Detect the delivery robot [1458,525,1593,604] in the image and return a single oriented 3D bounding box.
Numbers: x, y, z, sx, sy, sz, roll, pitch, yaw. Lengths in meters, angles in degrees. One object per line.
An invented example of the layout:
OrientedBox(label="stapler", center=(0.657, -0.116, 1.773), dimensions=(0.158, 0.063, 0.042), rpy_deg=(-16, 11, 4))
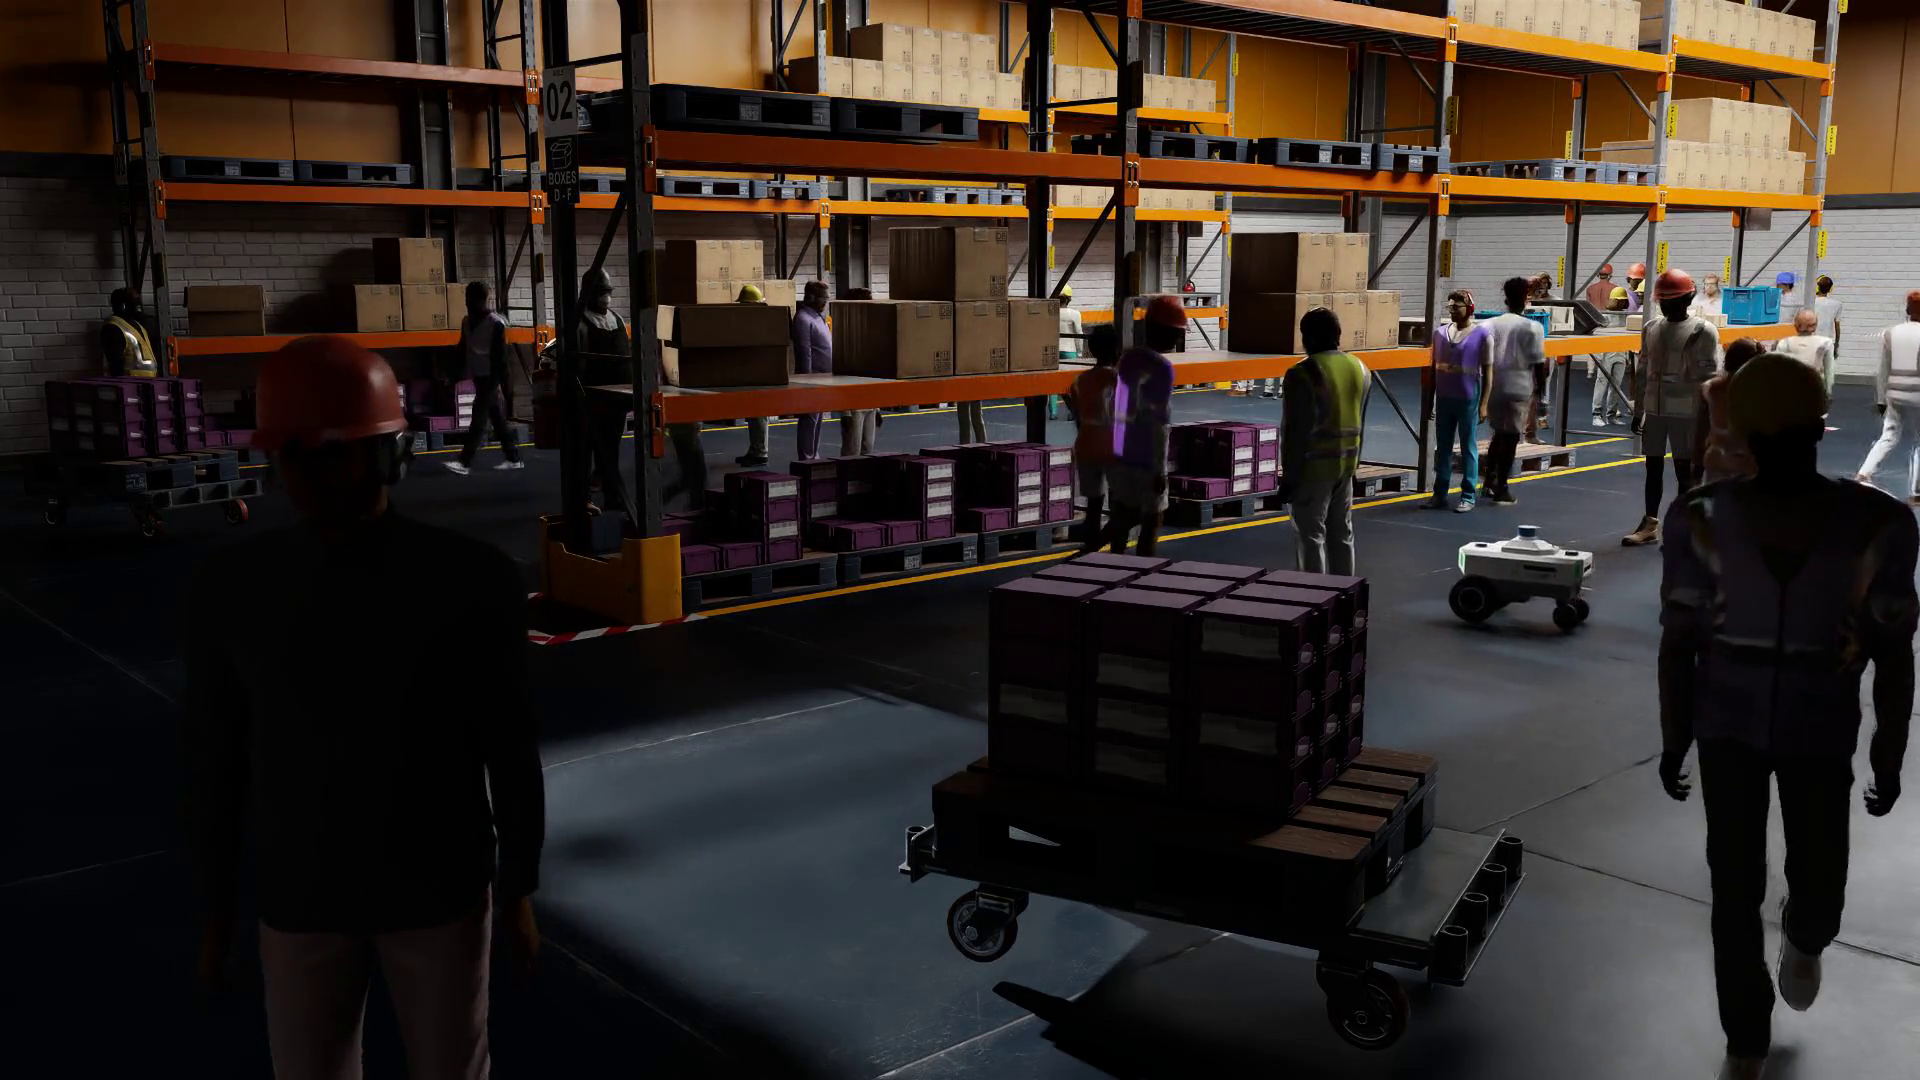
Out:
OrientedBox(label="delivery robot", center=(3.290, 0.158, 9.683), dimensions=(0.707, 0.478, 0.477), rpy_deg=(6, 11, 32))

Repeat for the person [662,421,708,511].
OrientedBox(label="person", center=(-2.041, -0.745, 12.133), dimensions=(0.548, 1.612, 0.512), rpy_deg=(-4, 11, -24))

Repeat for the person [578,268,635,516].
OrientedBox(label="person", center=(-2.948, -1.230, 13.738), dimensions=(0.535, 2.000, 0.674), rpy_deg=(7, 12, 35))

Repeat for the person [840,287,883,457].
OrientedBox(label="person", center=(-0.782, -1.026, 13.002), dimensions=(0.347, 1.884, 0.584), rpy_deg=(4, 11, 23))

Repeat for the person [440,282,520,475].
OrientedBox(label="person", center=(-4.740, -1.576, 16.280), dimensions=(0.607, 1.867, 0.999), rpy_deg=(9, 13, 43))

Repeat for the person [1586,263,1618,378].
OrientedBox(label="person", center=(11.196, -3.809, 28.969), dimensions=(0.611, 1.997, 0.375), rpy_deg=(9, 13, 42))

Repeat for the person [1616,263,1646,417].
OrientedBox(label="person", center=(8.871, -2.623, 21.923), dimensions=(0.615, 2.030, 0.398), rpy_deg=(-1, 10, -5))

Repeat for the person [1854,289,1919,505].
OrientedBox(label="person", center=(7.982, -1.190, 14.078), dimensions=(0.865, 1.858, 0.584), rpy_deg=(-5, 11, -26))

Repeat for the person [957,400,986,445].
OrientedBox(label="person", center=(0.075, -1.522, 15.953), dimensions=(0.329, 1.872, 0.508), rpy_deg=(-8, 12, -38))

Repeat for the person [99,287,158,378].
OrientedBox(label="person", center=(-7.536, -1.372, 15.154), dimensions=(0.429, 1.844, 0.625), rpy_deg=(-1, 10, -8))

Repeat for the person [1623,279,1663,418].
OrientedBox(label="person", center=(8.947, -2.491, 21.736), dimensions=(0.403, 1.830, 0.601), rpy_deg=(0, 10, 1))

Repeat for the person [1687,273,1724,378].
OrientedBox(label="person", center=(10.458, -2.776, 23.236), dimensions=(0.664, 1.887, 0.500), rpy_deg=(5, 11, 26))

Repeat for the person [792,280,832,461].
OrientedBox(label="person", center=(-1.358, -1.481, 15.622), dimensions=(0.408, 1.903, 0.638), rpy_deg=(1, 10, 7))

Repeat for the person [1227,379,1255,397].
OrientedBox(label="person", center=(4.299, -3.135, 25.213), dimensions=(0.361, 1.937, 0.640), rpy_deg=(7, 12, 36))

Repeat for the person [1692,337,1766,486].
OrientedBox(label="person", center=(4.842, -0.449, 10.381), dimensions=(0.354, 1.629, 0.529), rpy_deg=(-6, 12, -33))

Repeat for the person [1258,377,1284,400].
OrientedBox(label="person", center=(4.675, -2.991, 24.704), dimensions=(0.404, 1.824, 0.586), rpy_deg=(-9, 13, -43))

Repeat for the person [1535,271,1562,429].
OrientedBox(label="person", center=(7.112, -2.328, 20.465), dimensions=(0.629, 1.940, 0.379), rpy_deg=(3, 10, 17))

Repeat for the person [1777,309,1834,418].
OrientedBox(label="person", center=(8.072, -1.401, 15.956), dimensions=(0.528, 1.620, 0.463), rpy_deg=(7, 12, 34))

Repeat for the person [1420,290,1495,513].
OrientedBox(label="person", center=(4.152, -1.152, 13.852), dimensions=(0.379, 1.844, 0.570), rpy_deg=(-9, 13, -41))

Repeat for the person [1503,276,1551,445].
OrientedBox(label="person", center=(6.427, -2.023, 18.814), dimensions=(0.396, 1.899, 0.636), rpy_deg=(-6, 12, -33))

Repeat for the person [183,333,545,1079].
OrientedBox(label="person", center=(-1.065, 0.629, 2.992), dimensions=(0.622, 1.992, 0.394), rpy_deg=(-1, 10, -4))

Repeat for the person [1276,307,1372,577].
OrientedBox(label="person", center=(2.005, -0.375, 9.326), dimensions=(0.629, 1.840, 0.429), rpy_deg=(-7, 12, -36))

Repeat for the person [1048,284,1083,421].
OrientedBox(label="person", center=(1.341, -2.421, 21.514), dimensions=(0.525, 1.771, 0.305), rpy_deg=(4, 11, 24))

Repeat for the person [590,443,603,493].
OrientedBox(label="person", center=(-3.314, -1.271, 15.002), dimensions=(0.321, 1.692, 0.529), rpy_deg=(-4, 10, -21))

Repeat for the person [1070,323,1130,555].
OrientedBox(label="person", center=(0.935, -0.547, 10.752), dimensions=(0.357, 1.690, 0.571), rpy_deg=(-8, 12, -38))

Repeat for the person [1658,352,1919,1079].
OrientedBox(label="person", center=(2.104, 0.458, 4.291), dimensions=(0.596, 1.897, 0.609), rpy_deg=(5, 11, 27))

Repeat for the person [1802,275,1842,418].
OrientedBox(label="person", center=(11.319, -2.547, 21.935), dimensions=(0.532, 1.876, 0.321), rpy_deg=(2, 10, 9))

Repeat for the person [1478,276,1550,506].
OrientedBox(label="person", center=(4.708, -1.262, 14.180), dimensions=(0.491, 1.946, 0.624), rpy_deg=(-8, 12, -38))

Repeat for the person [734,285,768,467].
OrientedBox(label="person", center=(-2.109, -1.660, 16.864), dimensions=(0.404, 1.833, 0.588), rpy_deg=(-3, 10, -16))

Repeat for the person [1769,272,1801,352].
OrientedBox(label="person", center=(11.899, -2.907, 23.993), dimensions=(1.000, 1.898, 0.612), rpy_deg=(2, 10, 12))

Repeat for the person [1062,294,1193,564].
OrientedBox(label="person", center=(1.025, -0.494, 9.858), dimensions=(0.685, 1.899, 0.596), rpy_deg=(-4, 11, -23))

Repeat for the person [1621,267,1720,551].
OrientedBox(label="person", center=(5.108, -0.931, 11.987), dimensions=(0.391, 2.040, 0.615), rpy_deg=(-6, 11, -32))

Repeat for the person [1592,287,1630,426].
OrientedBox(label="person", center=(8.193, -2.291, 20.824), dimensions=(0.492, 1.742, 0.321), rpy_deg=(-4, 10, -21))
